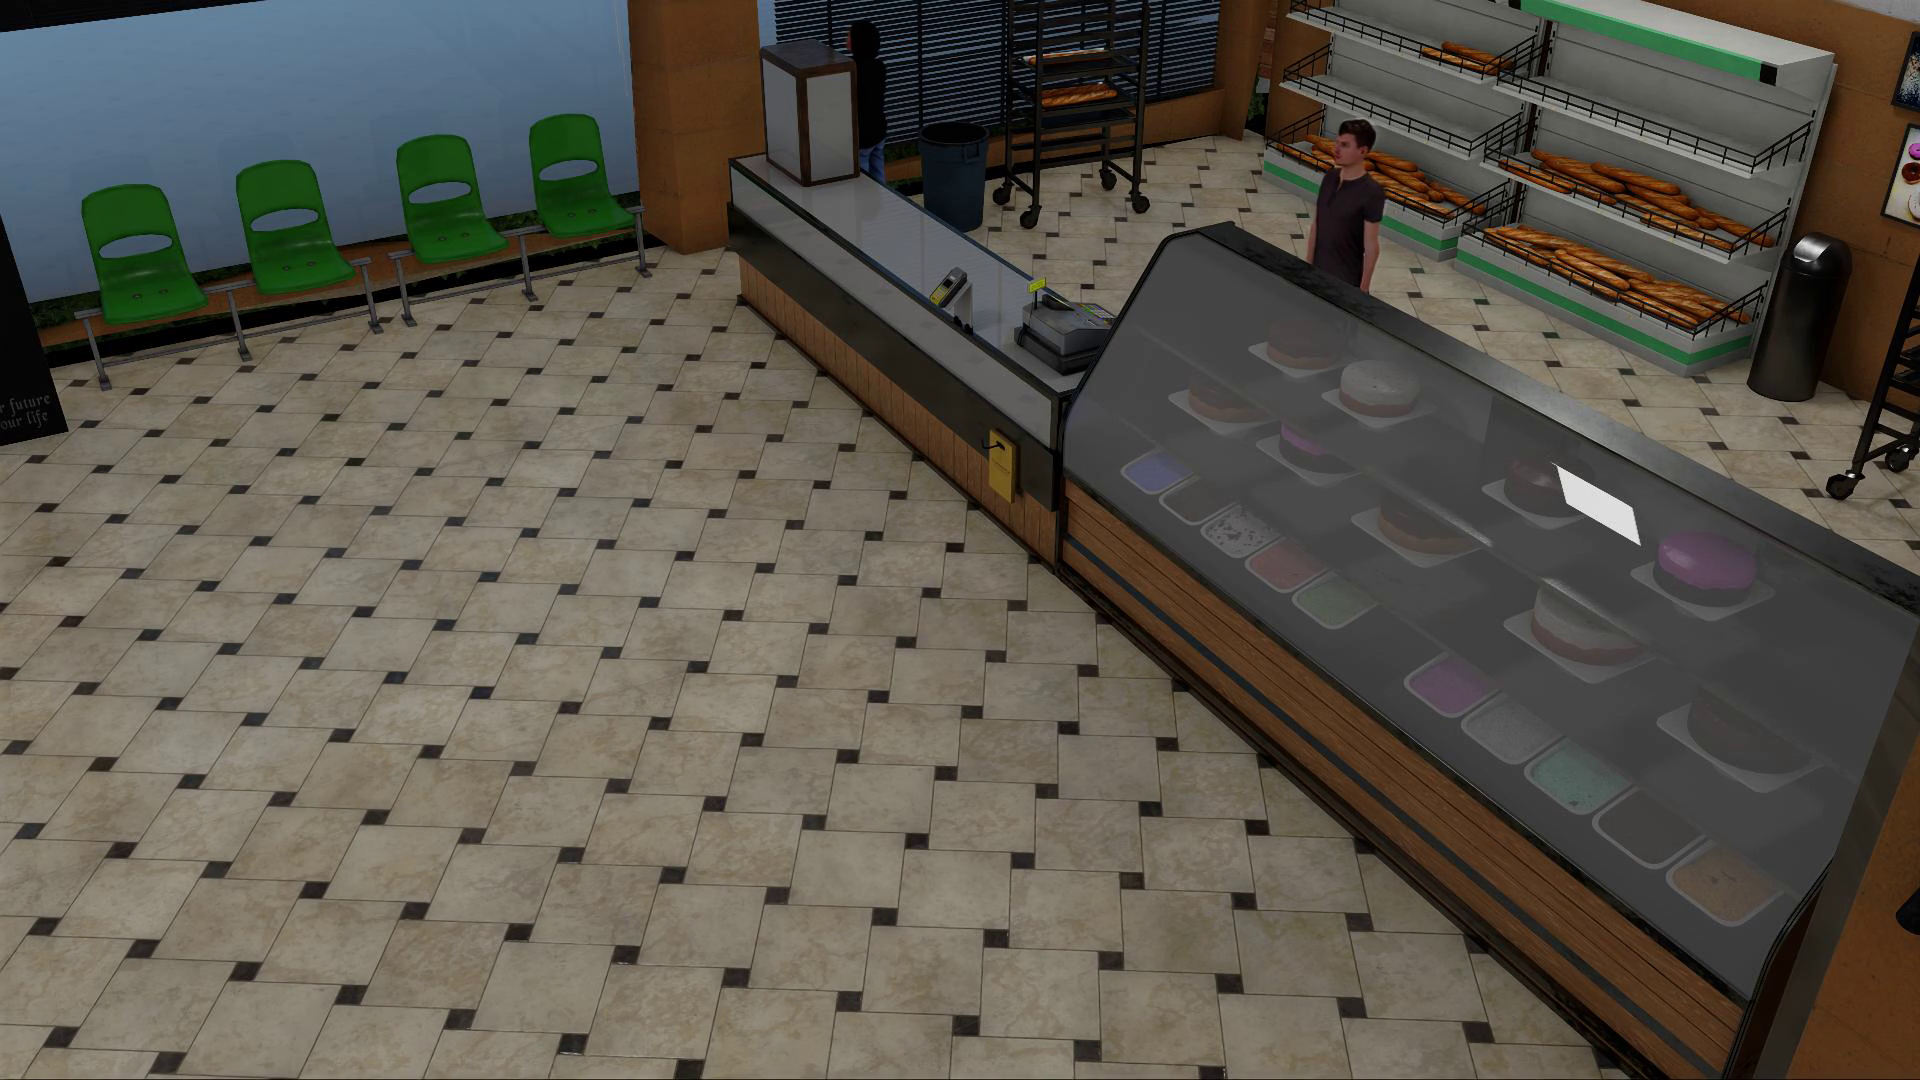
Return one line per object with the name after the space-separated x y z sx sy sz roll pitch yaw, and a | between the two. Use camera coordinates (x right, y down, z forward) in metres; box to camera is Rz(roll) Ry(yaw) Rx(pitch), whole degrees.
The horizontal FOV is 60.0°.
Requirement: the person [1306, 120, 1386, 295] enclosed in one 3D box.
2.131 -1.448 9.321 0.520 1.851 0.643 -17 36 -25 | person

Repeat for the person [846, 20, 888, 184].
-0.655 -2.755 11.562 0.716 1.702 0.621 17 36 25 | person
